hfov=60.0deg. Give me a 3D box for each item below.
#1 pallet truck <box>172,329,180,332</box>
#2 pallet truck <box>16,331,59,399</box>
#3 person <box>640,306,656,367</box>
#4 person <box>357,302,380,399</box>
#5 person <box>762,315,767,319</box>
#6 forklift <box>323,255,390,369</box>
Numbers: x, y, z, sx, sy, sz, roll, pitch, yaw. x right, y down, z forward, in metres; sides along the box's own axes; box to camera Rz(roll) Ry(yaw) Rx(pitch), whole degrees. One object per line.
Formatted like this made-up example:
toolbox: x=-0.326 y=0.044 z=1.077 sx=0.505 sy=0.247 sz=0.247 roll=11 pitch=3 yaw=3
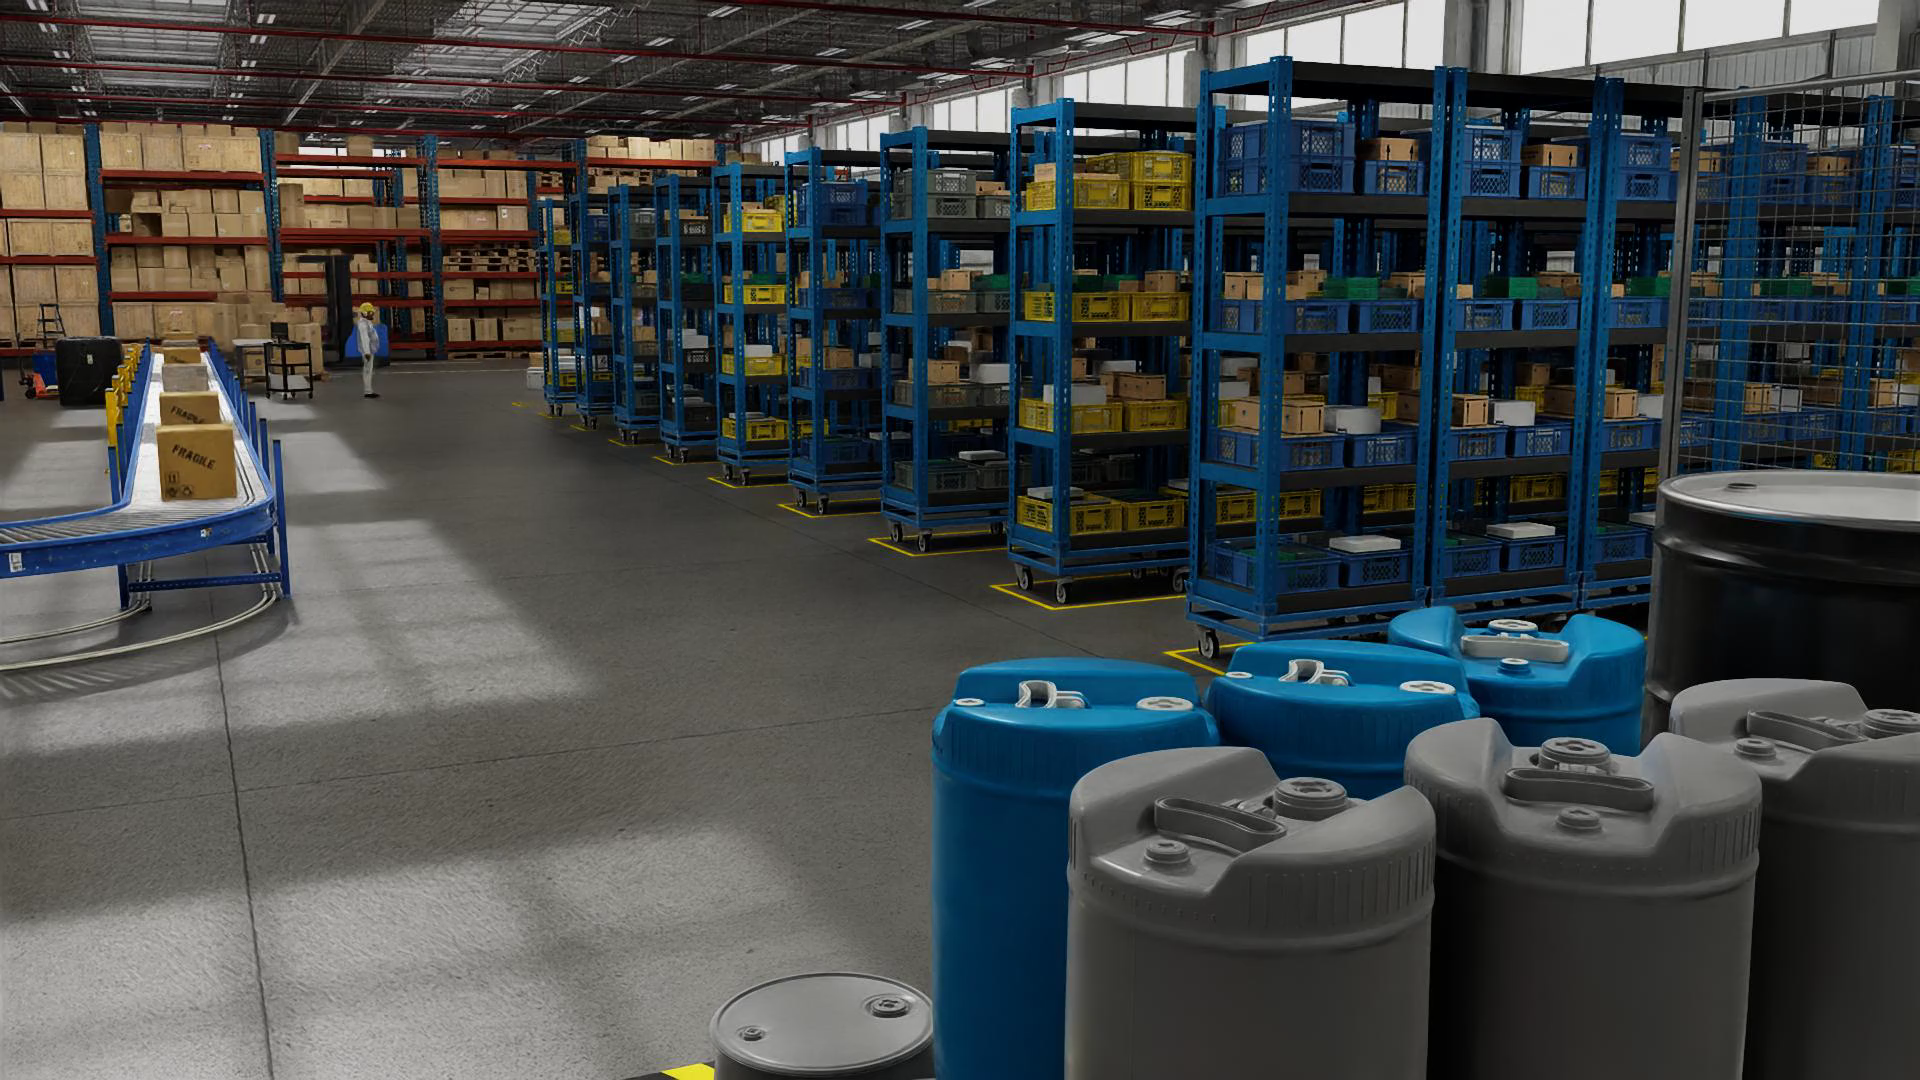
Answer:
pallet truck: x=-17.275 y=-3.851 z=35.096 sx=1.601 sy=1.201 sz=0.680 roll=0 pitch=9 yaw=1
pallet truck: x=-17.082 y=-3.353 z=31.781 sx=1.630 sy=1.274 sz=0.653 roll=-4 pitch=10 yaw=-25
person: x=-6.752 y=-4.370 z=36.592 sx=0.596 sy=1.785 sz=0.937 roll=-6 pitch=11 yaw=-31
person: x=-11.275 y=-3.609 z=31.720 sx=0.404 sy=1.831 sz=0.601 roll=-3 pitch=10 yaw=-17
person: x=-4.115 y=-4.165 z=34.979 sx=0.643 sy=1.895 sz=0.414 roll=5 pitch=10 yaw=29
forklift: x=-15.239 y=-5.668 z=41.256 sx=1.873 sy=2.768 sz=1.129 roll=-4 pitch=10 yaw=-25
